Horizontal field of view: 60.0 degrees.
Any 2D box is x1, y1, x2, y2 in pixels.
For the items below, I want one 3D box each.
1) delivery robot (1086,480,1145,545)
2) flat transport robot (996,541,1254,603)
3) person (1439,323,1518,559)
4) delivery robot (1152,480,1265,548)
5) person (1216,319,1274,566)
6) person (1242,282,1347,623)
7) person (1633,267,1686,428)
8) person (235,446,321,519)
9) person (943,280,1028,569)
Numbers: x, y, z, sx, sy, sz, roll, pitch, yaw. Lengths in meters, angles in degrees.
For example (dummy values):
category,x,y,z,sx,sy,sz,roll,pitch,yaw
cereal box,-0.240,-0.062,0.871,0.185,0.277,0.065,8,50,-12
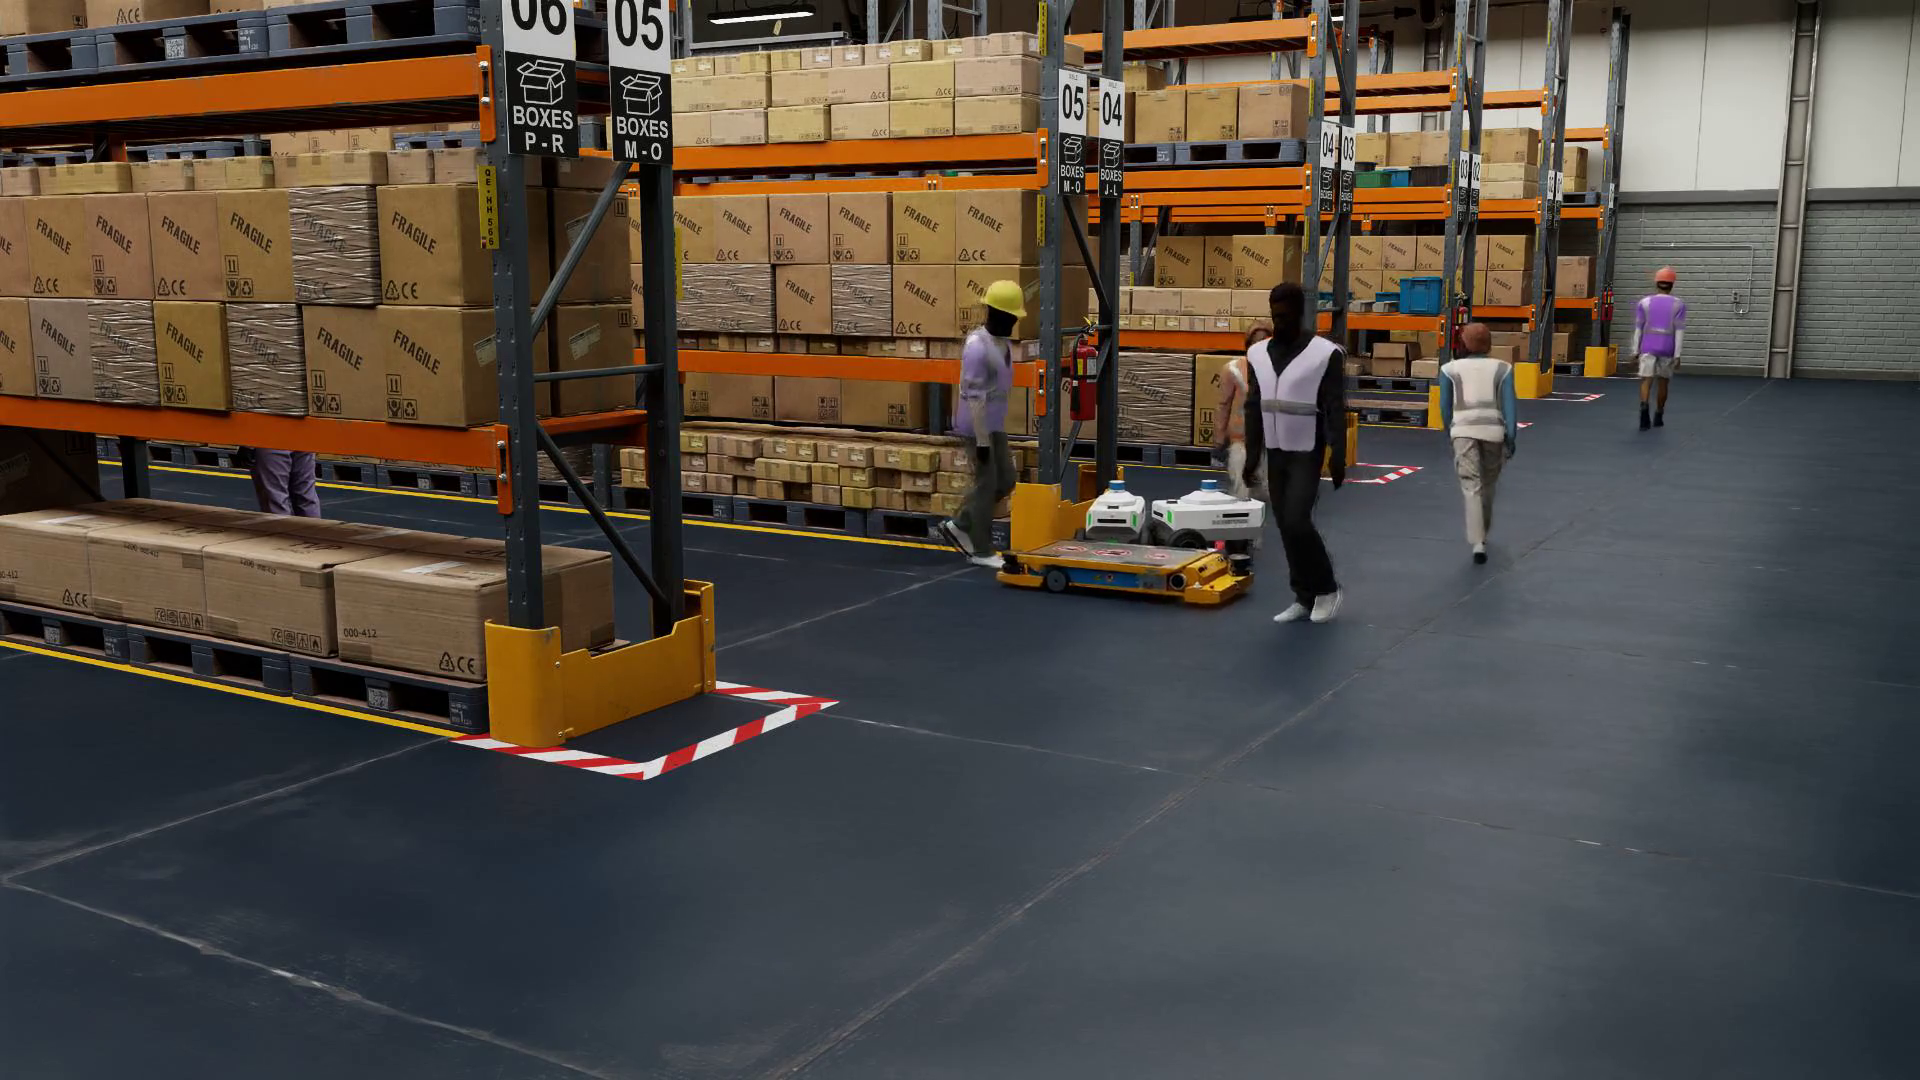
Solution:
category,x,y,z,sx,sy,sz,roll,pitch,yaw
delivery robot,1.026,-0.149,10.923,0.477,0.478,0.707,2,10,10
flat transport robot,1.005,0.174,10.139,1.431,0.197,0.652,5,11,27
person,3.519,-0.677,11.325,0.502,1.565,0.975,2,10,9
delivery robot,1.637,-0.154,10.956,0.707,0.478,0.477,-2,10,-14
person,1.944,-0.654,11.026,0.546,1.619,0.476,-1,10,-8
person,1.840,-0.473,9.198,0.444,1.887,0.595,-8,12,-39
person,8.217,-2.255,19.579,0.551,1.910,0.845,5,11,27
person,-4.170,-0.645,10.139,0.407,1.913,0.641,3,10,19
person,0.180,-0.728,10.715,0.589,1.875,0.658,4,10,22
